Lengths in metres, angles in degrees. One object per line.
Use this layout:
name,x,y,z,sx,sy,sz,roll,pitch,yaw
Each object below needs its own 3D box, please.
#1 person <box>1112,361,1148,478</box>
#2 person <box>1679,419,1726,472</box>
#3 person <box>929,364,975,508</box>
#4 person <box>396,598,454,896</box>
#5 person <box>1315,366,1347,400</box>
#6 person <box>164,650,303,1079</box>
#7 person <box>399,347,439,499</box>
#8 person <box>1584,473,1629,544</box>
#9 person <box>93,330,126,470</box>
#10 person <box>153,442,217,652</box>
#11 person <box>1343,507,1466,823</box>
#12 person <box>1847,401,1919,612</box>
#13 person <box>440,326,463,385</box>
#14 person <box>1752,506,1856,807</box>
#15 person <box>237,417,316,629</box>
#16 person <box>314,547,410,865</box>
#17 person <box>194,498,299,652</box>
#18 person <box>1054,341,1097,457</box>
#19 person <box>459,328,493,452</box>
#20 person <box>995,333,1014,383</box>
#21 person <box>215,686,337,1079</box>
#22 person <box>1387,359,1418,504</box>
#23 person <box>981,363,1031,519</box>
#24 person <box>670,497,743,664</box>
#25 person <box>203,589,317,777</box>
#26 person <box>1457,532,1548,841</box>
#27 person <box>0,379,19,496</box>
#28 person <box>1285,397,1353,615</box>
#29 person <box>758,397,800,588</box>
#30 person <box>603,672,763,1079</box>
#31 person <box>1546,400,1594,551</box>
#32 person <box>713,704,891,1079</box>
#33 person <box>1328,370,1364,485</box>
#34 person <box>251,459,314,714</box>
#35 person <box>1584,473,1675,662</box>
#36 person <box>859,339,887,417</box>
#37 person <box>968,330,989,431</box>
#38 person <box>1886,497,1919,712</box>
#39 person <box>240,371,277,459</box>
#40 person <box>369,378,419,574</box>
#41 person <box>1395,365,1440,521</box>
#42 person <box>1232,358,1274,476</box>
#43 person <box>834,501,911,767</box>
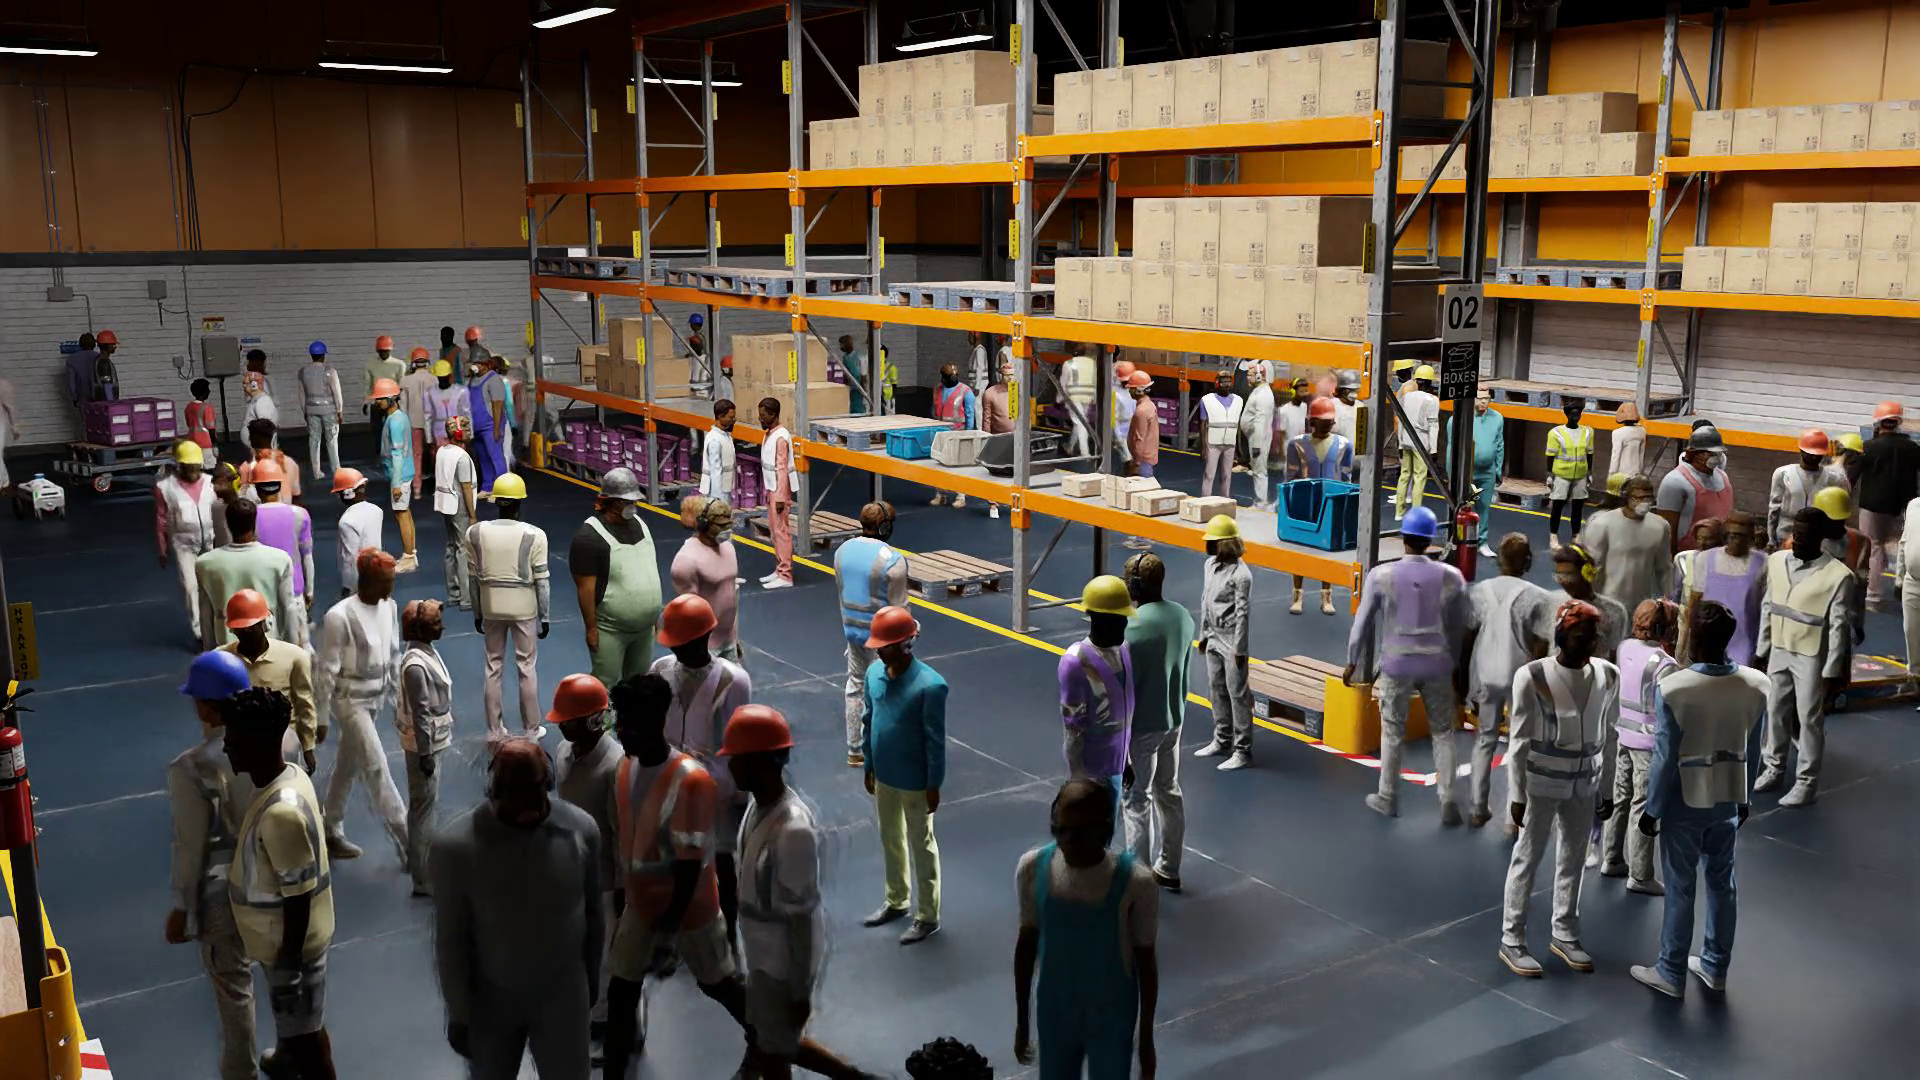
person,2.170,-1.325,21.032,0.601,1.890,0.423,-4,12,-20
person,7.340,-0.355,16.548,0.538,1.695,0.320,-3,12,-16
person,-0.125,-1.328,21.173,0.619,1.839,0.430,7,13,32
person,-2.925,1.125,9.128,0.310,1.638,0.523,-3,11,-13
person,4.988,-1.553,22.270,0.675,1.858,0.851,-9,14,-37
person,-2.987,1.405,6.899,0.400,1.945,0.635,5,12,25
person,-7.030,-1.534,21.853,0.620,1.986,0.410,-3,11,-15
person,5.098,0.331,12.953,0.487,1.737,0.358,4,12,18
person,-12.393,-2.032,24.263,0.404,2.038,0.605,-7,13,-30
person,-6.552,0.044,14.316,0.609,1.776,0.918,-10,15,-42
person,2.738,0.771,10.177,0.728,1.940,0.502,2,11,9
person,8.613,-0.333,15.710,0.646,1.975,0.621,-2,11,-8
person,-8.228,-2.507,27.000,0.588,1.919,0.398,10,15,41
person,5.303,0.726,10.484,0.399,1.915,0.592,-5,12,-23
person,-6.185,-0.140,14.901,1.002,1.920,0.615,4,12,20
person,-3.322,0.953,9.489,0.959,1.835,0.604,2,11,10
person,-4.556,0.685,10.684,0.588,1.912,0.389,-3,11,-14
person,1.768,-2.134,25.404,0.637,1.791,0.958,-6,13,-29
person,-7.629,-2.365,26.215,0.641,1.931,1.053,2,11,9
person,0.765,-2.572,27.555,0.385,1.838,0.567,2,11,11
person,-2.574,1.505,6.340,0.366,1.964,0.610,-5,12,-22
person,5.718,-1.419,21.433,0.381,1.917,0.586,4,12,18
person,0.583,-1.215,20.416,0.643,1.909,0.410,-4,12,-19
person,-1.589,0.678,10.656,0.373,1.936,0.629,4,12,20
person,-3.740,1.112,8.897,0.568,1.750,0.342,-2,11,-11
person,3.252,0.875,9.931,0.630,1.822,0.489,10,15,42
person,-12.663,-1.451,21.729,0.632,1.886,1.057,-2,11,-8
person,3.321,-0.309,15.425,0.615,2.042,0.378,1,11,6
person,-1.824,-0.480,16.657,0.405,1.909,0.597,-3,12,-17
person,-1.163,1.451,6.779,0.606,1.919,1.026,9,14,38
person,6.742,-0.714,18.425,0.539,1.687,0.319,-1,11,-4
person,-0.610,1.545,6.281,0.677,1.914,0.570,-5,12,-22
person,4.233,-0.846,18.183,0.683,2.000,0.538,-6,12,-27
person,-5.060,0.364,12.302,0.548,1.925,0.392,-8,14,-35
person,4.704,0.484,11.667,0.648,1.918,0.571,-3,11,-14
person,-1.326,-2.214,25.618,0.327,1.874,0.521,9,14,38
person,0.286,-2.543,27.294,0.361,1.877,0.585,-1,11,-3
person,7.294,0.340,12.498,0.400,1.896,0.649,-3,12,-16
person,-8.168,-1.016,19.399,0.403,1.906,0.651,-5,12,-24
person,-5.874,-0.665,17.283,0.405,2.035,0.606,-3,11,-16
person,5.542,-1.151,20.092,0.428,1.913,0.601,-6,13,-28
person,4.133,-1.945,23.806,0.536,2.000,0.684,-9,14,-38
person,-0.554,0.649,11.057,0.624,1.838,0.430,10,15,42
